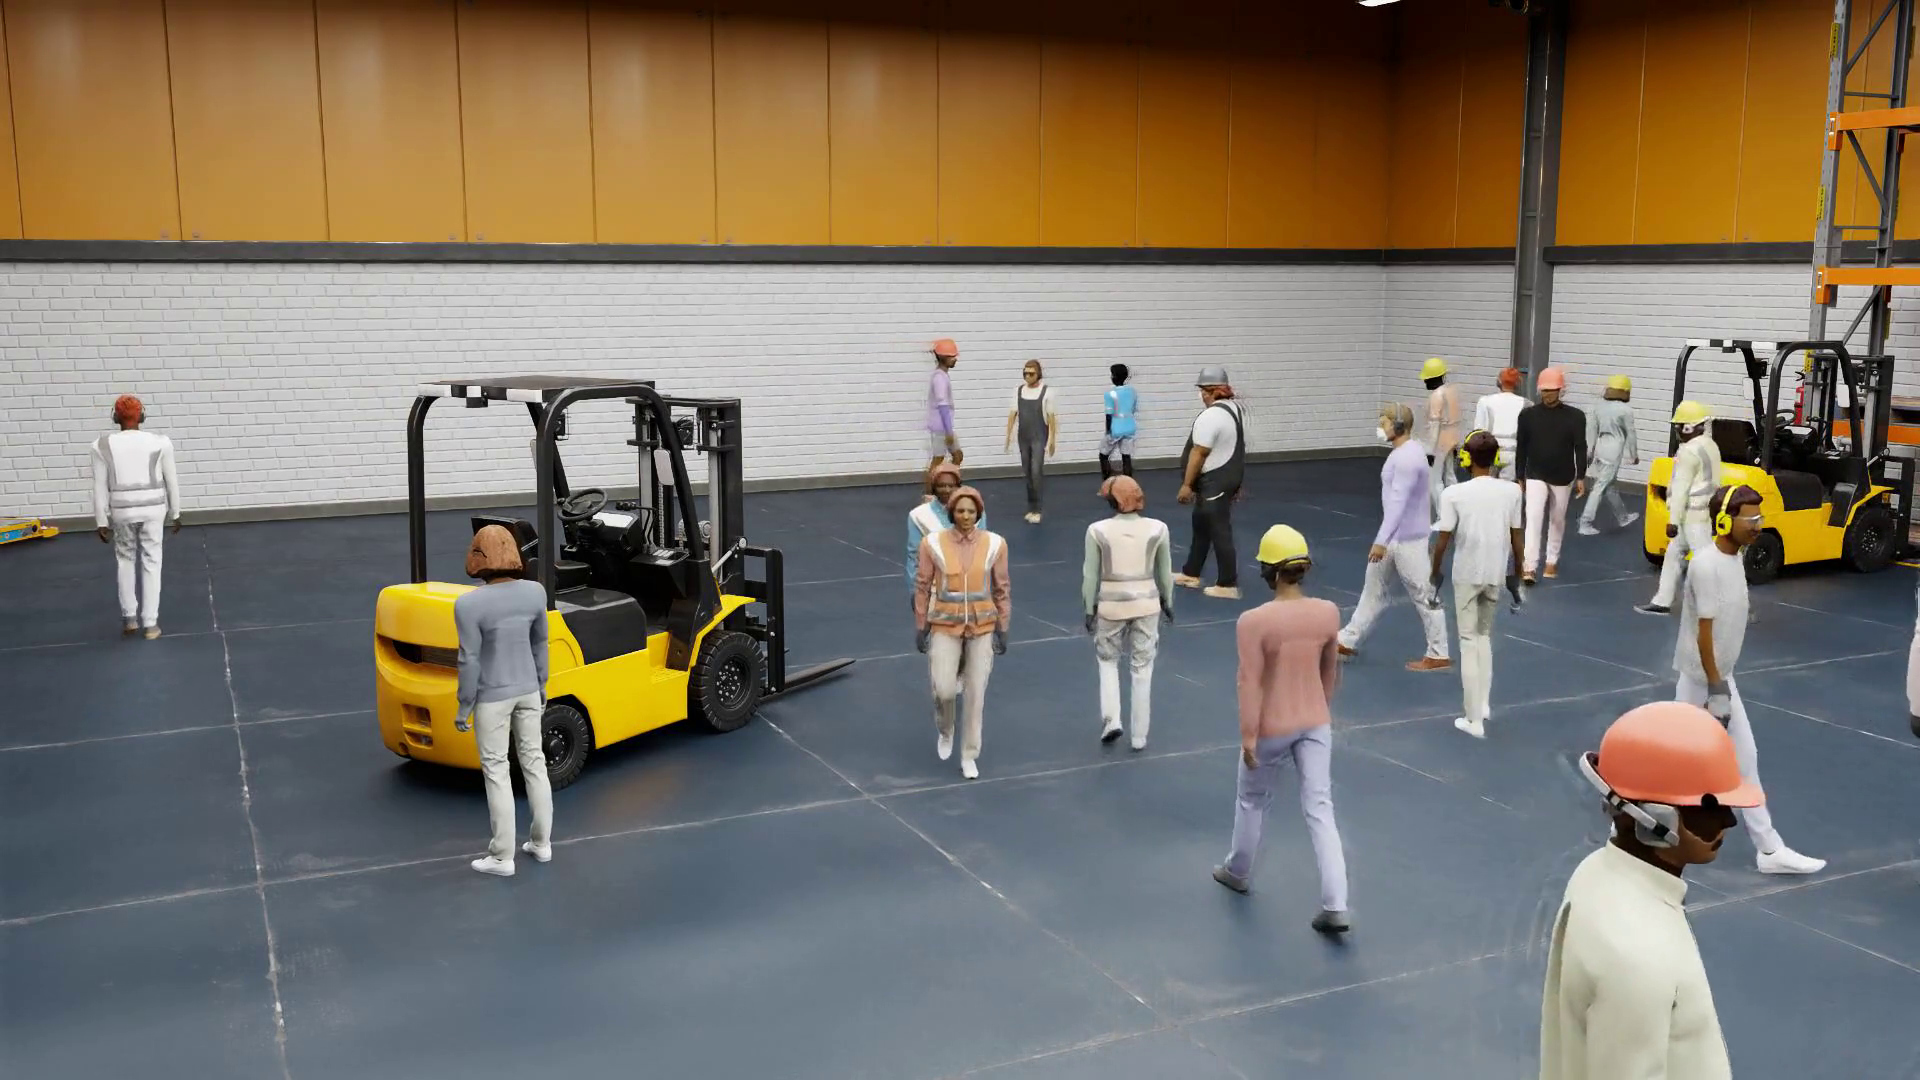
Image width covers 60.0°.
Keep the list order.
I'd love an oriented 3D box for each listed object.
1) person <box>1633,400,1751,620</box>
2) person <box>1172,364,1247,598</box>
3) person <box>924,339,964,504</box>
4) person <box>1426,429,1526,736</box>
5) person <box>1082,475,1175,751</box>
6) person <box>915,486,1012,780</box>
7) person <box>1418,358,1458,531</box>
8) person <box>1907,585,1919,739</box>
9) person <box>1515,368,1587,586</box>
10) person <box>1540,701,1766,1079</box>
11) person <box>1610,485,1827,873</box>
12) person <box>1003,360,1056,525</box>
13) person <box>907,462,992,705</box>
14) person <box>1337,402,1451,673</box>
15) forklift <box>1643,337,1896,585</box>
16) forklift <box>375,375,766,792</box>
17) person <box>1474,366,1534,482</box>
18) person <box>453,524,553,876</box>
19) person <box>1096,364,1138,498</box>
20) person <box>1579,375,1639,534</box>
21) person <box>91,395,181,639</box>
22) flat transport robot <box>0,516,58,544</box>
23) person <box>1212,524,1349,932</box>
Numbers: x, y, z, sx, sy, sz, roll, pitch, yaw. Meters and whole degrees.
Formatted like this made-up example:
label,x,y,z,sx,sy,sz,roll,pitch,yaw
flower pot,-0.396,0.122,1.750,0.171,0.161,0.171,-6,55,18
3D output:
label,x,y,z,sx,sy,sz,roll,pitch,yaw
person,5.904,-0.211,13.220,0.919,1.789,0.598,7,12,38
person,2.076,-0.533,14.390,0.867,2.000,0.687,5,10,27
person,-0.094,-1.327,19.390,0.772,2.014,0.631,0,9,1
person,3.116,0.251,10.103,0.564,1.852,0.529,-1,9,-8
person,0.994,0.427,9.745,0.560,1.621,0.381,0,9,1
person,0.020,0.504,9.213,0.536,1.623,0.388,-1,9,-7
person,5.237,-1.031,18.018,0.487,1.881,0.760,6,11,34
person,4.442,0.740,7.080,0.670,1.840,1.004,3,10,16
person,5.295,-0.567,14.938,0.622,1.941,1.016,4,10,23
person,1.283,1.274,3.416,0.860,1.970,0.624,3,10,17
person,3.547,0.643,7.787,0.544,1.819,0.980,-9,13,-44
person,0.756,-1.084,18.511,0.538,1.819,0.751,5,10,28
person,-0.078,0.304,10.471,0.539,1.622,0.519,-1,9,-9
person,2.985,-0.008,11.605,1.007,1.888,0.656,1,9,6
forklift,7.551,-0.789,15.507,2.313,2.155,1.214,-4,10,-25
forklift,-2.268,0.149,9.685,1.214,2.155,2.313,6,11,32
person,5.412,-0.807,16.650,0.599,1.865,0.411,1,9,9
person,-2.125,0.740,7.748,0.270,1.632,0.504,7,12,38
person,1.922,-1.324,20.425,0.541,1.679,0.582,-5,11,-30
person,7.007,-0.906,17.773,0.935,1.690,0.483,-4,10,-21
person,-6.321,-0.187,12.813,0.580,1.862,0.662,-3,10,-21
flat transport robot,-9.955,-0.052,16.879,0.652,0.197,1.431,2,9,11
person,1.424,0.792,7.171,0.530,1.720,0.918,-3,10,-18
